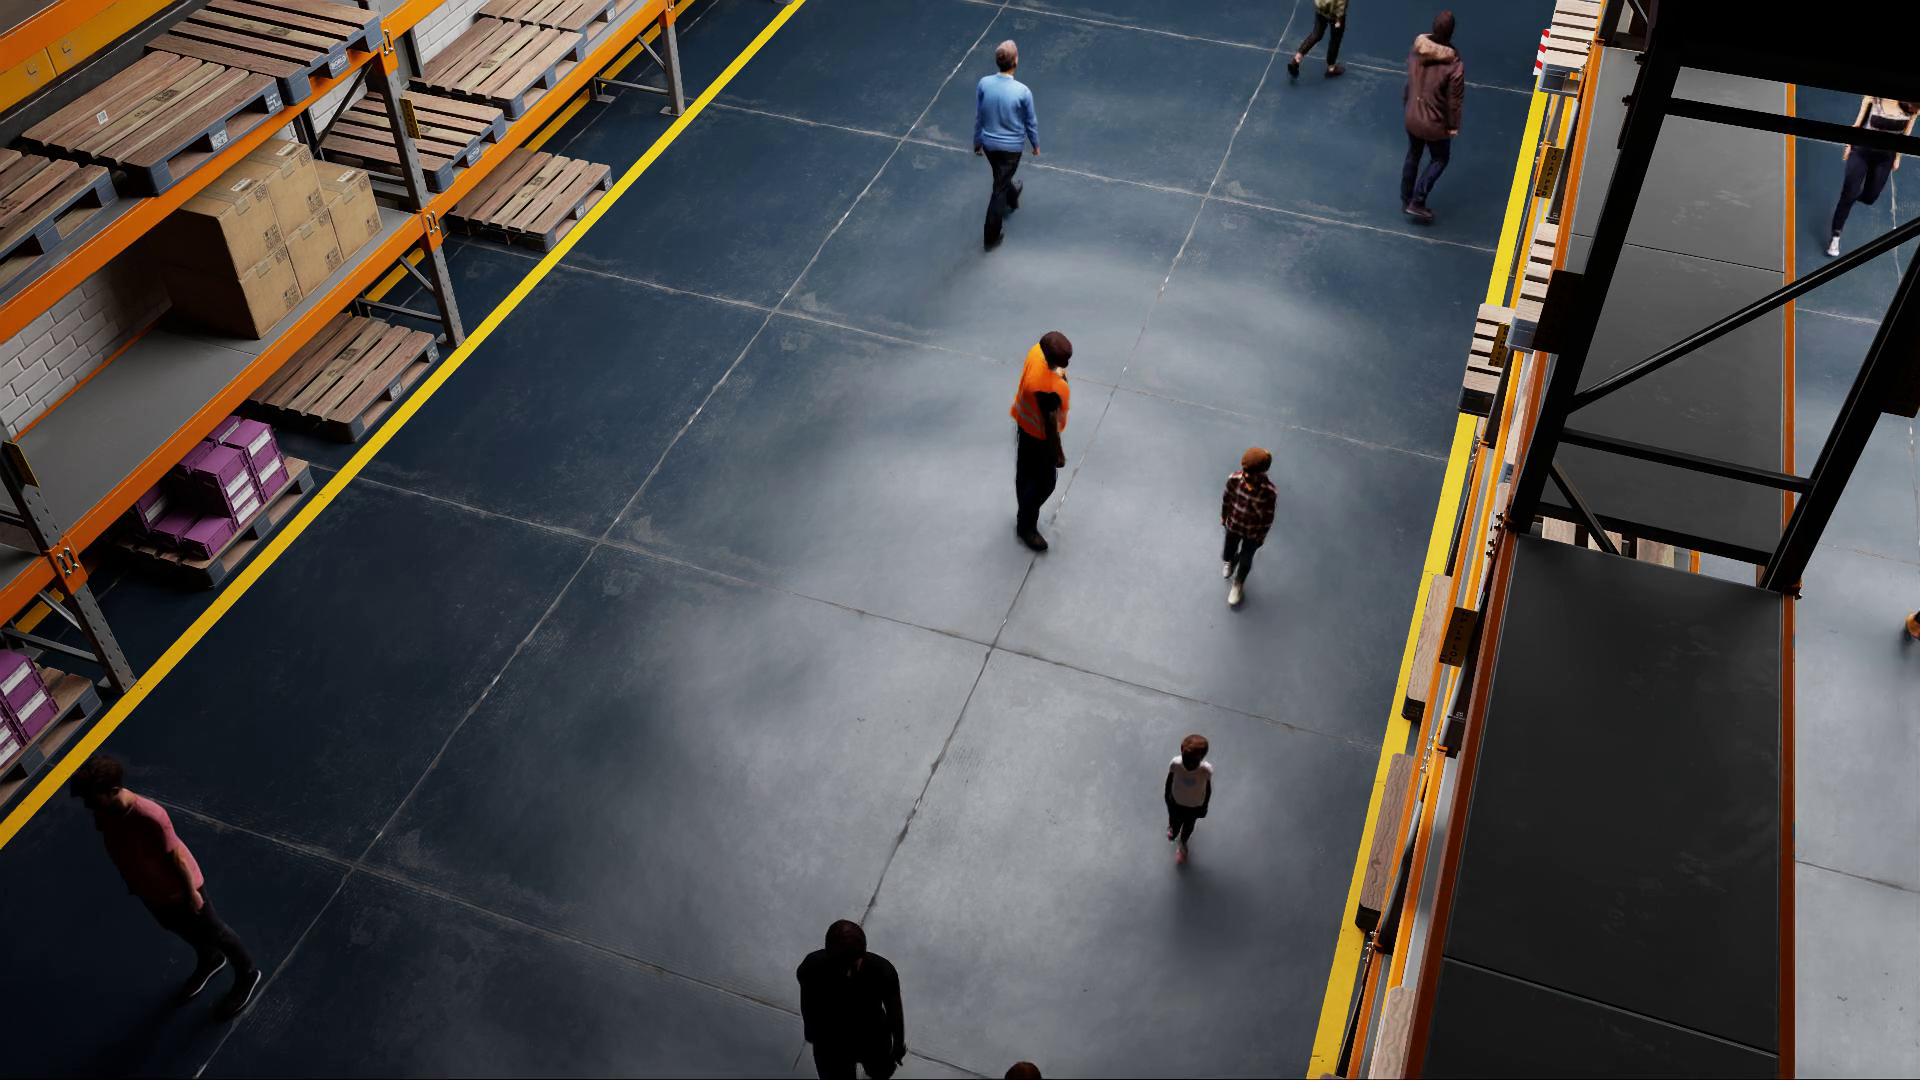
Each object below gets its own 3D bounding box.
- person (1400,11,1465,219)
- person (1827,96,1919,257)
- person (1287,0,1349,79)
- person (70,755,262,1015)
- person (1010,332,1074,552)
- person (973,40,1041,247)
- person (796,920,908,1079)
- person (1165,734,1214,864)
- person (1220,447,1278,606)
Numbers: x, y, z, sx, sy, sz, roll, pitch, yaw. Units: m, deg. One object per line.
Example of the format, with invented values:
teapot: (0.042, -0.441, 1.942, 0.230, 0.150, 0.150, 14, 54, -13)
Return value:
person: (4.090, -3.684, 14.554, 0.916, 1.825, 0.925, -22, 48, -22)
person: (7.778, -3.311, 14.211, 0.628, 1.758, 0.878, 13, 45, 13)
person: (3.602, -5.221, 16.430, 0.988, 1.461, 0.890, -22, 48, -21)
person: (-4.154, 1.770, 8.733, 0.629, 1.956, 0.551, 13, 45, 13)
person: (0.518, -0.808, 11.521, 0.985, 1.844, 0.813, -16, 46, -16)
person: (0.333, -3.347, 14.242, 0.763, 1.767, 1.143, 19, 47, 18)
person: (-0.511, 2.348, 8.215, 0.901, 1.835, 1.213, 2, 44, 2)
person: (1.352, 1.462, 9.739, 0.431, 1.015, 0.509, 12, 45, 12)
person: (1.957, -0.147, 11.224, 0.554, 1.297, 0.637, 20, 47, 20)
